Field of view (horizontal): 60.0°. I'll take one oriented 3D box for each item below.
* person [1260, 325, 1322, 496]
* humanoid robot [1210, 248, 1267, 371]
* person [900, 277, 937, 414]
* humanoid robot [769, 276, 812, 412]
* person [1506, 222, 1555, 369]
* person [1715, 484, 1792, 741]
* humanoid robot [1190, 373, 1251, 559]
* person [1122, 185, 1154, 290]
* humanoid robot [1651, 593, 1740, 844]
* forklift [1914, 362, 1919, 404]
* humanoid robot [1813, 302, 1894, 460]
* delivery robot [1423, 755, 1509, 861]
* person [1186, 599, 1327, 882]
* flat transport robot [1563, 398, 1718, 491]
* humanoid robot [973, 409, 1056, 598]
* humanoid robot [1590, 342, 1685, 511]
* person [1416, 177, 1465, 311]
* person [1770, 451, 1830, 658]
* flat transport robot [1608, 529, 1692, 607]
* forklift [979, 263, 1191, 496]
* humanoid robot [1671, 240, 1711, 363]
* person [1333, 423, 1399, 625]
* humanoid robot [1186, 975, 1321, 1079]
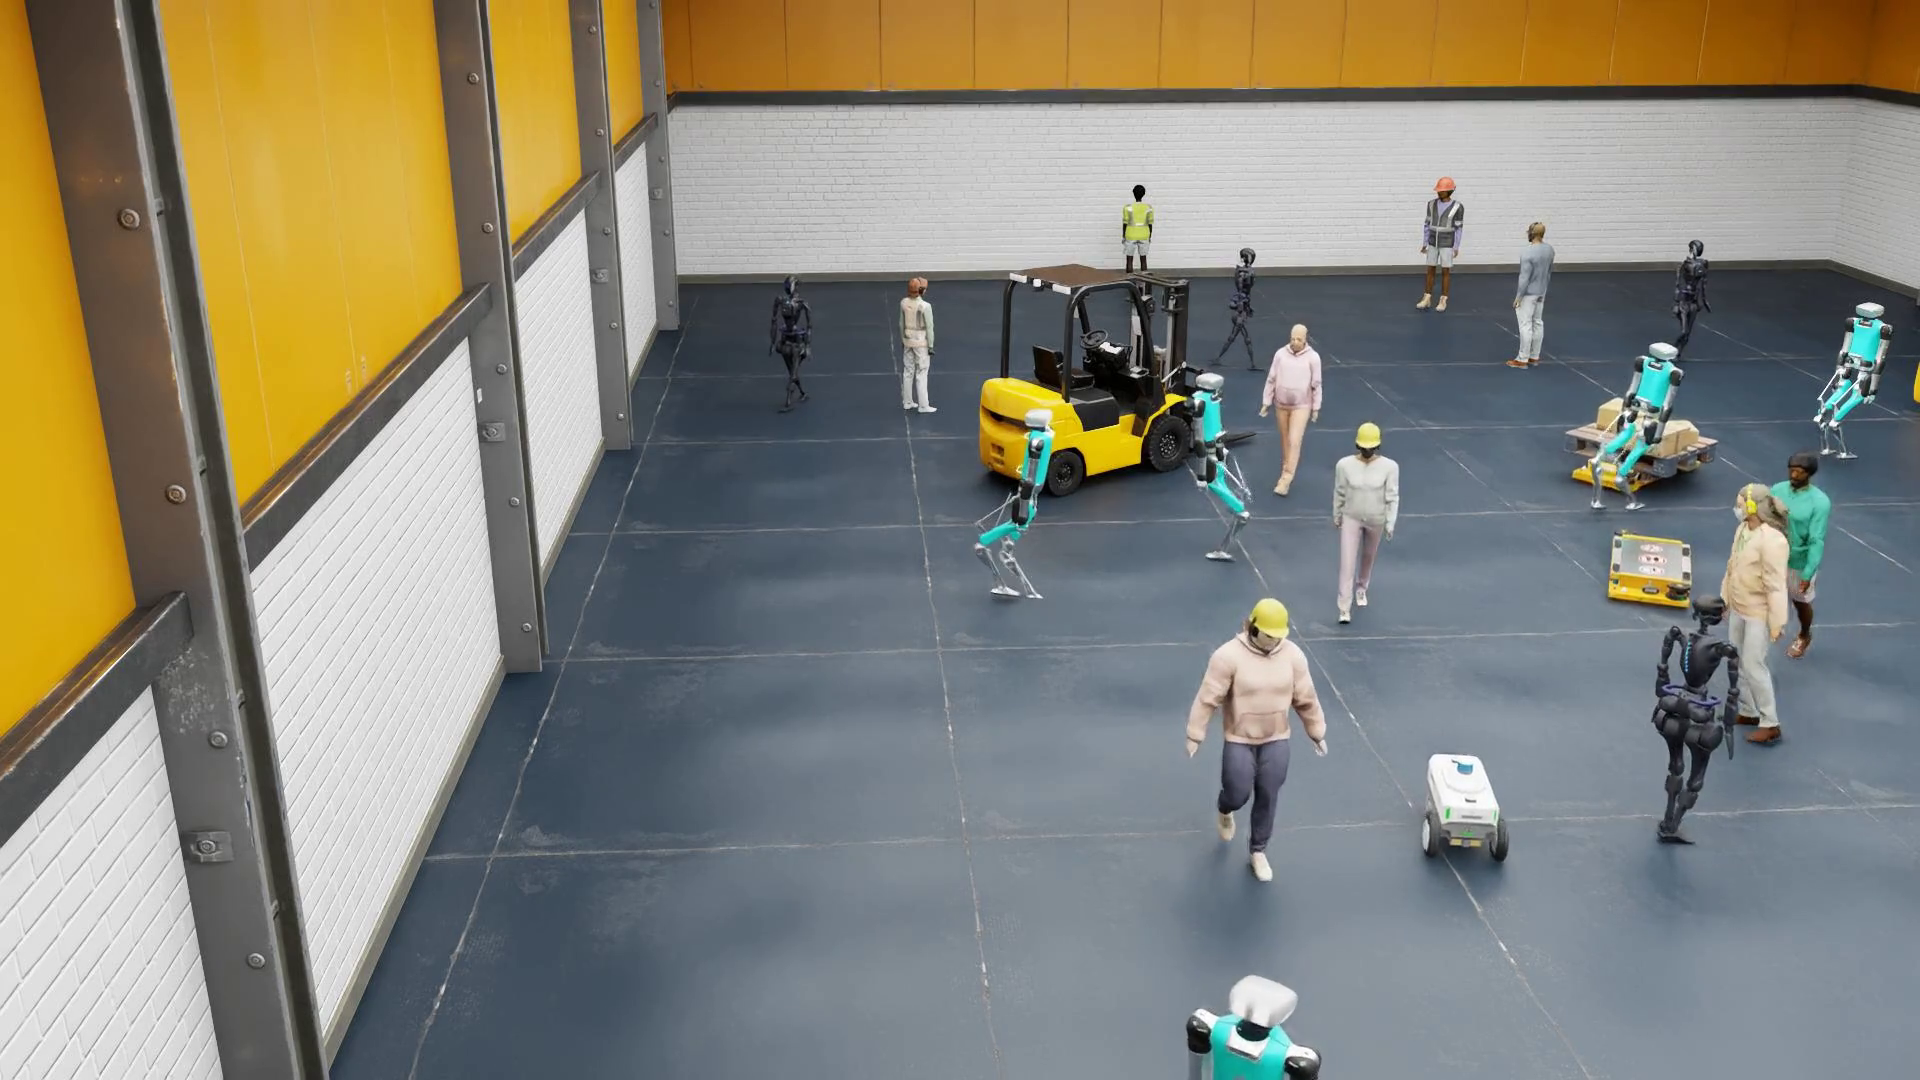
[{"bbox_3d":[3.377,-1.337,17.107,0.563,1.751,0.804,12,23,30],"label":"person"},{"bbox_3d":[3.708,-3.053,22.000,0.788,1.645,0.610,7,21,19],"label":"humanoid robot"},{"bbox_3d":[-0.515,-2.343,20.020,0.521,1.638,0.308,18,27,40],"label":"person"},{"bbox_3d":[-2.039,-2.405,20.210,0.602,1.622,0.795,10,22,25],"label":"humanoid robot"},{"bbox_3d":[7.569,-3.241,22.037,0.630,1.938,0.360,-14,25,-34],"label":"person"},{"bbox_3d":[5.710,0.501,11.979,0.405,1.841,0.648,-1,20,-3],"label":"person"},{"bbox_3d":[2.446,-0.575,15.203,0.745,1.872,0.533,11,23,27],"label":"humanoid robot"},{"bbox_3d":[2.865,-4.884,26.872,0.528,1.688,0.322,-3,20,-8],"label":"person"},{"bbox_3d":[4.631,1.120,10.531,0.399,1.658,0.598,-13,24,-32],"label":"humanoid robot"},{"bbox_3d":[12.602,-2.435,19.475,2.313,2.155,1.214,-1,20,-4],"label":"forklift"},{"bbox_3d":[9.522,-1.692,17.914,0.734,1.677,0.533,-9,22,-24],"label":"humanoid robot"},{"bbox_3d":[3.205,1.692,10.625,0.499,0.611,0.809,2,20,6],"label":"delivery robot"},{"bbox_3d":[1.793,1.166,10.174,0.855,1.835,0.561,-2,20,-6],"label":"person"},{"bbox_3d":[7.254,-0.804,17.819,1.431,0.231,0.659,-15,25,-36],"label":"flat transport robot"},{"bbox_3d":[0.412,-0.267,14.251,0.792,1.783,0.536,4,21,12],"label":"humanoid robot"},{"bbox_3d":[6.558,-1.042,16.371,0.911,1.771,0.595,-9,22,-24],"label":"humanoid robot"},{"bbox_3d":[7.327,-4.512,25.358,0.606,2.039,0.391,18,27,39],"label":"person"},{"bbox_3d":[6.496,0.157,12.988,0.988,1.801,0.513,-16,25,-36],"label":"person"},{"bbox_3d":[6.203,0.248,14.952,0.659,0.231,1.431,8,22,20],"label":"flat transport robot"},{"bbox_3d":[1.315,-1.764,17.646,2.313,2.155,1.214,-14,24,-33],"label":"forklift"},{"bbox_3d":[9.784,-3.194,22.286,0.600,1.653,0.346,-8,22,-21],"label":"humanoid robot"},{"bbox_3d":[3.385,-0.147,13.938,0.528,1.707,0.948,4,21,10],"label":"person"},{"bbox_3d":[1.297,2.445,6.903,0.563,1.805,0.929,12,23,30],"label":"humanoid robot"}]
